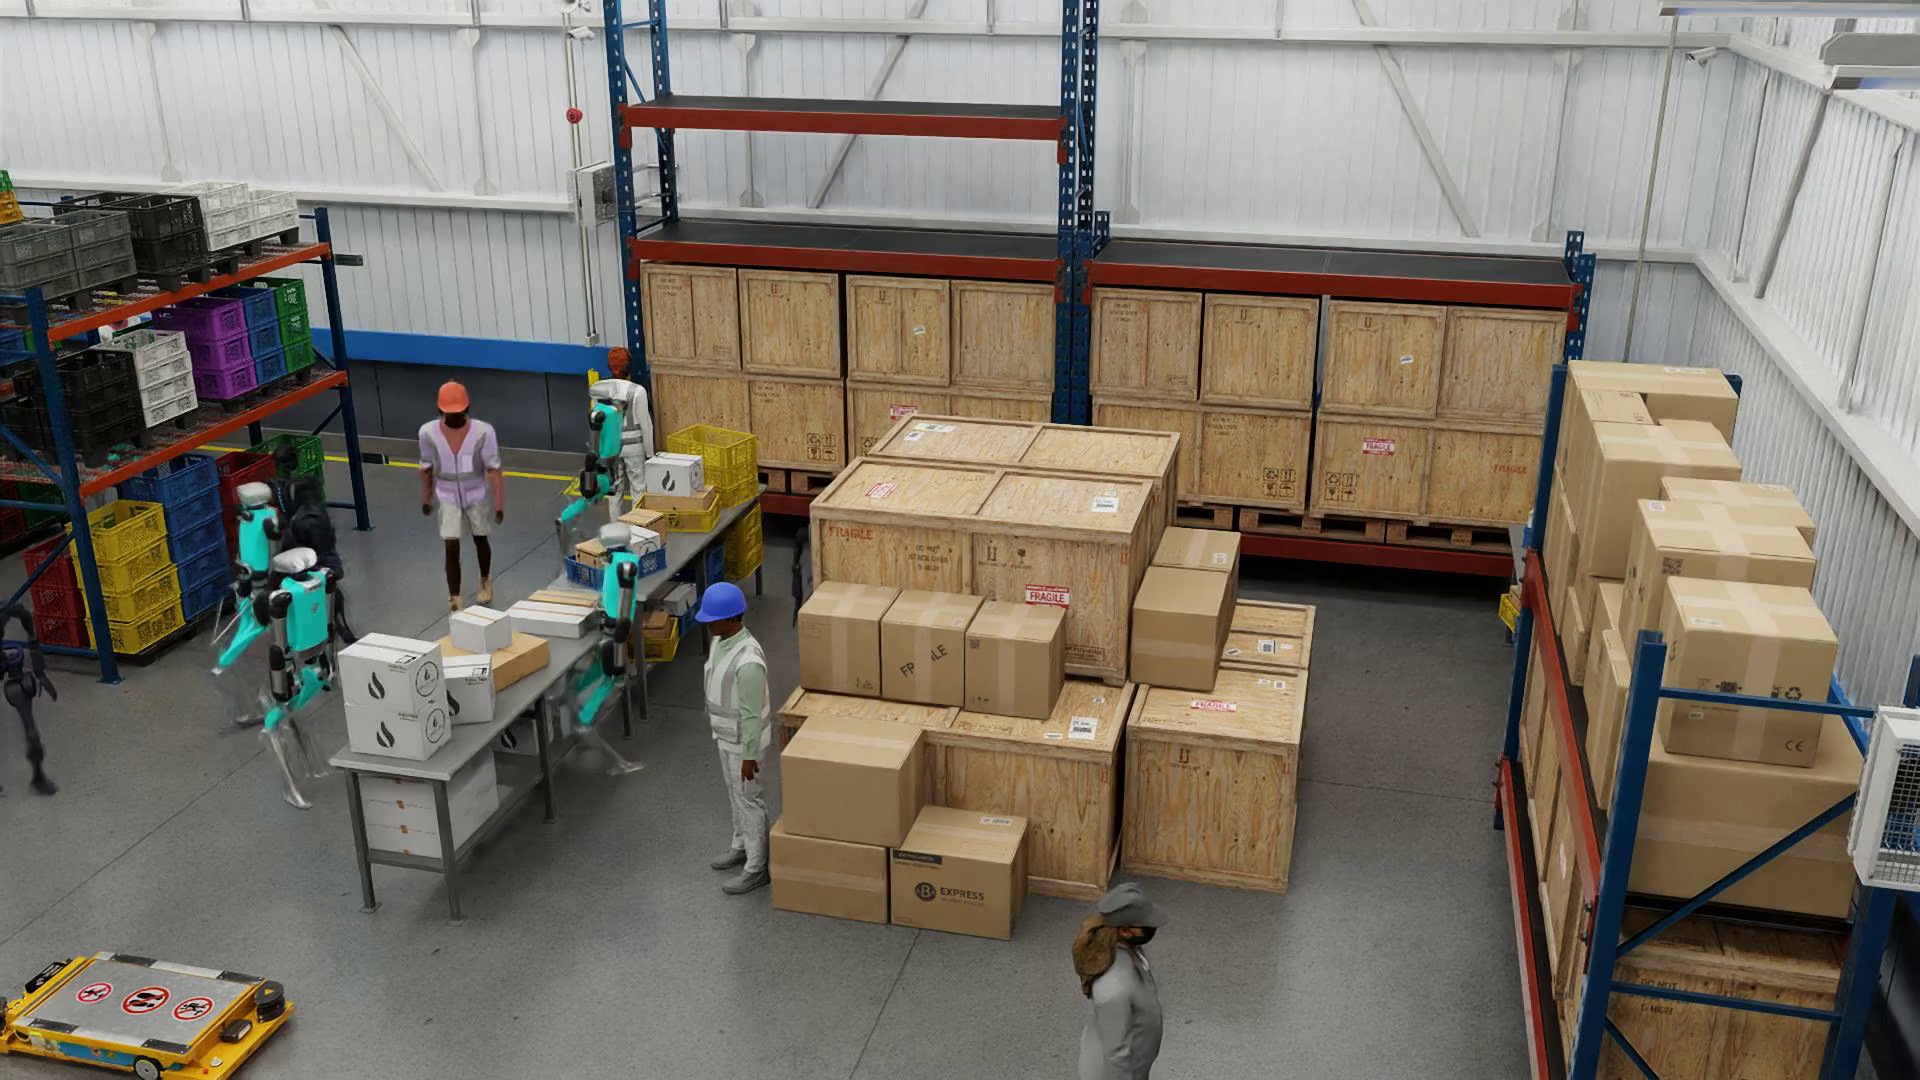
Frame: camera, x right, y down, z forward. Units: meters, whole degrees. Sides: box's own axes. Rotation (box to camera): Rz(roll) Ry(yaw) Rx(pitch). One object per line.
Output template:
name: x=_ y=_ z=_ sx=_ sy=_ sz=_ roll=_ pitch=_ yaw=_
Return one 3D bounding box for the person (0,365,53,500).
person: x=-9.197 y=-1.249 z=16.123 sx=0.430 sy=1.838 sz=0.661 roll=-15 pitch=25 yaw=-34

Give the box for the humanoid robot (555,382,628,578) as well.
humanoid robot: x=-3.277 y=-0.500 z=14.293 sx=0.877 sy=1.771 sz=0.586 roll=6 pitch=22 yaw=15

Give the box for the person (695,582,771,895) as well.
person: x=-1.308 y=1.138 z=9.734 sx=0.412 sy=1.939 sz=0.602 roll=-9 pitch=23 yaw=-22

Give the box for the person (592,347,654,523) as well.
person: x=-2.988 y=-0.809 z=14.896 sx=0.571 sy=1.887 sz=0.356 roll=7 pitch=22 yaw=18

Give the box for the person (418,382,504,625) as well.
person: x=-4.023 y=-0.306 z=13.434 sx=0.668 sy=1.990 sz=0.996 roll=-4 pitch=21 yaw=-10

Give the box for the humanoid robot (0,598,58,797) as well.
humanoid robot: x=-6.169 y=0.911 z=10.693 sx=0.612 sy=1.638 sz=0.317 roll=-12 pitch=24 yaw=-30

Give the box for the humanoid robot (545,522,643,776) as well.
humanoid robot: x=-2.547 y=0.787 z=10.958 sx=0.969 sy=1.776 sz=0.562 roll=-7 pitch=22 yaw=-18

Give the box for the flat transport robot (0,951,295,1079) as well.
flat transport robot: x=-4.270 y=2.464 z=8.601 sx=1.431 sy=0.231 sz=0.659 roll=5 pitch=22 yaw=13

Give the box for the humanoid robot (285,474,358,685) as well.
humanoid robot: x=-4.682 y=0.305 z=12.343 sx=0.678 sy=1.642 sz=0.631 roll=-8 pitch=22 yaw=-19

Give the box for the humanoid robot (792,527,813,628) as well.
humanoid robot: x=-0.919 y=0.454 z=11.893 sx=0.596 sy=1.646 sz=0.488 roll=4 pitch=21 yaw=10

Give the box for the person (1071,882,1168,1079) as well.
person: x=0.657 y=2.239 z=7.084 sx=0.395 sy=1.769 sz=0.561 roll=2 pitch=21 yaw=6

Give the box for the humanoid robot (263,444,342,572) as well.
humanoid robot: x=-5.116 y=0.034 z=12.975 sx=0.605 sy=1.644 sz=0.391 roll=4 pitch=21 yaw=10

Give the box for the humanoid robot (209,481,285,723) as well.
humanoid robot: x=-5.062 y=0.564 z=11.660 sx=0.542 sy=1.873 sz=0.780 roll=17 pitch=27 yaw=37

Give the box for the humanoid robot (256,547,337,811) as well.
humanoid robot: x=-4.369 y=0.874 z=10.718 sx=0.793 sy=1.793 sz=0.531 roll=8 pitch=22 yaw=20

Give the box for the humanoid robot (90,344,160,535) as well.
humanoid robot: x=-7.775 y=-0.849 z=15.253 sx=0.536 sy=1.766 sz=0.985 roll=4 pitch=21 yaw=11

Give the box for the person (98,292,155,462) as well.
person: x=-8.727 y=-1.730 z=17.401 sx=0.405 sy=1.824 sz=0.584 roll=14 pitch=25 yaw=33
